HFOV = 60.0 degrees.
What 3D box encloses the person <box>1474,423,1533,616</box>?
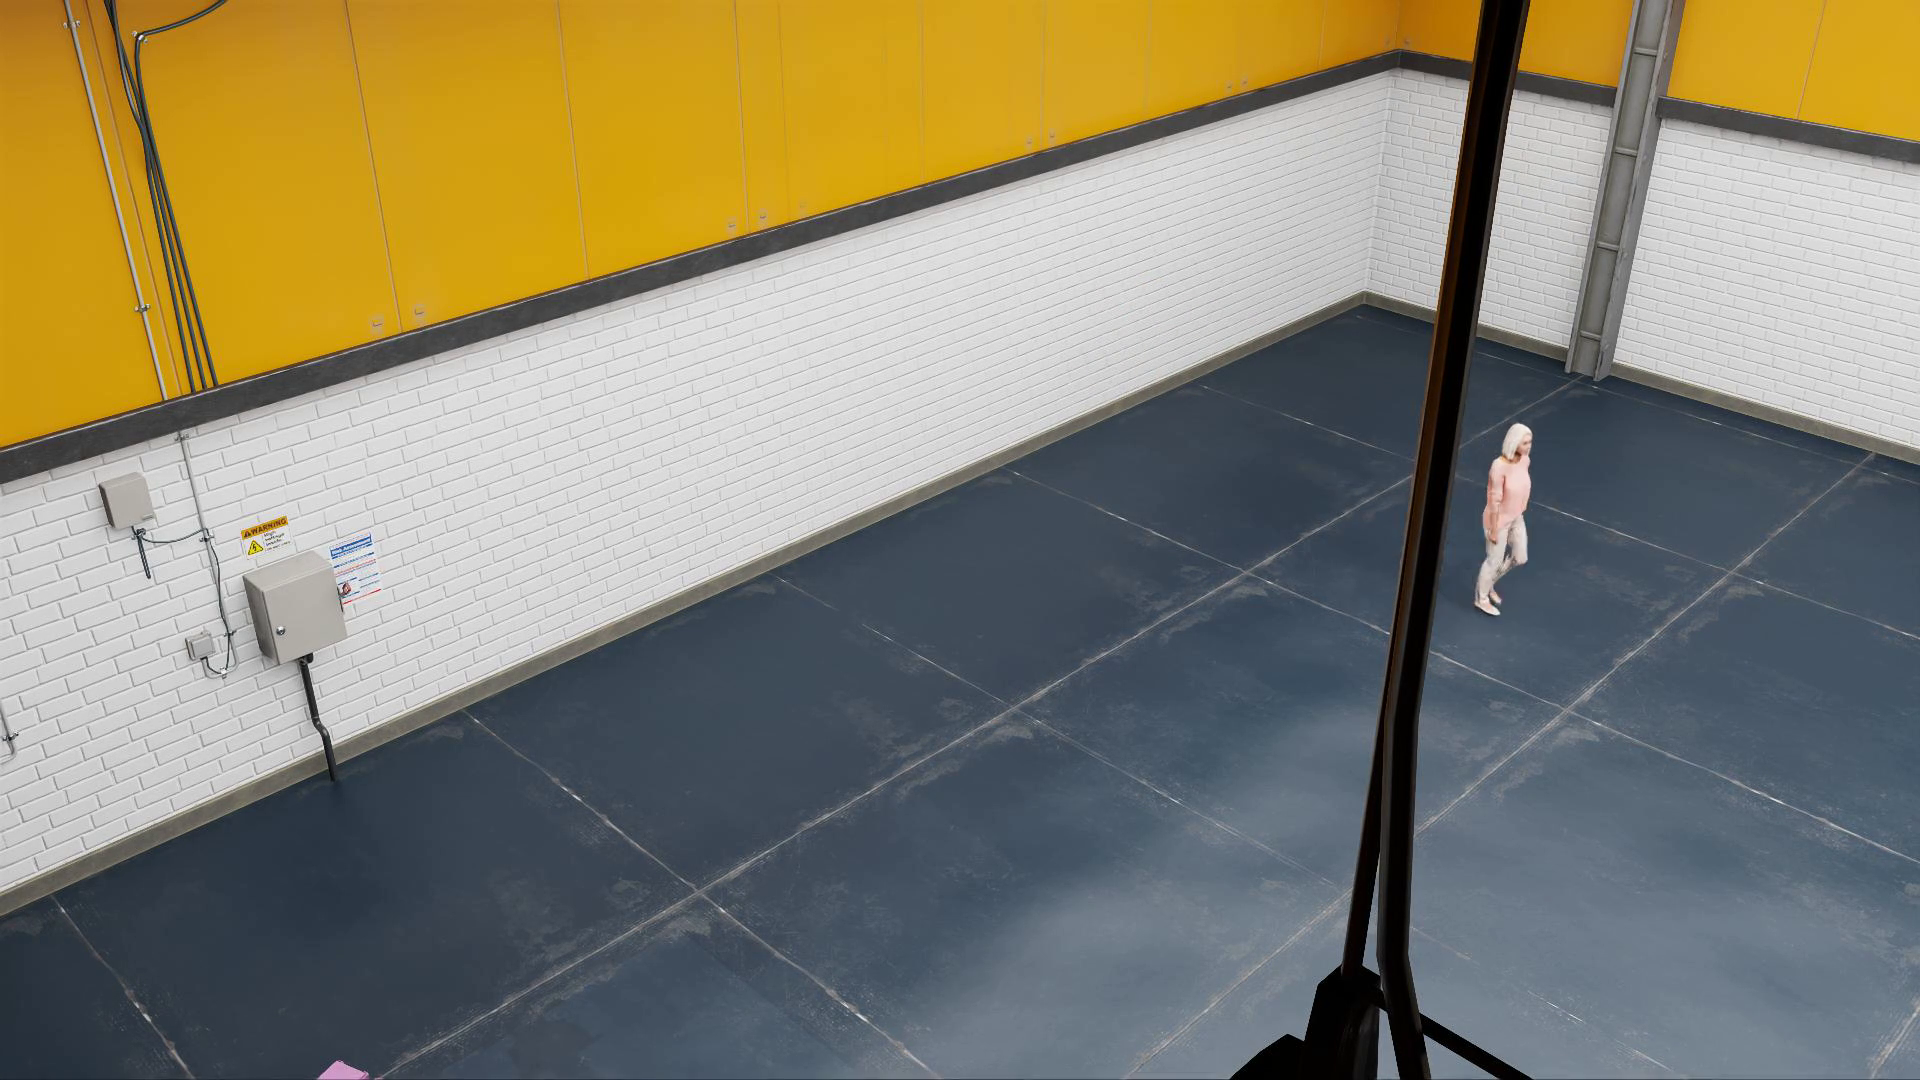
[{"bbox_3d":[4.386,-0.198,13.625,0.627,1.714,0.620,-21,35,-34],"label":"person"}]
